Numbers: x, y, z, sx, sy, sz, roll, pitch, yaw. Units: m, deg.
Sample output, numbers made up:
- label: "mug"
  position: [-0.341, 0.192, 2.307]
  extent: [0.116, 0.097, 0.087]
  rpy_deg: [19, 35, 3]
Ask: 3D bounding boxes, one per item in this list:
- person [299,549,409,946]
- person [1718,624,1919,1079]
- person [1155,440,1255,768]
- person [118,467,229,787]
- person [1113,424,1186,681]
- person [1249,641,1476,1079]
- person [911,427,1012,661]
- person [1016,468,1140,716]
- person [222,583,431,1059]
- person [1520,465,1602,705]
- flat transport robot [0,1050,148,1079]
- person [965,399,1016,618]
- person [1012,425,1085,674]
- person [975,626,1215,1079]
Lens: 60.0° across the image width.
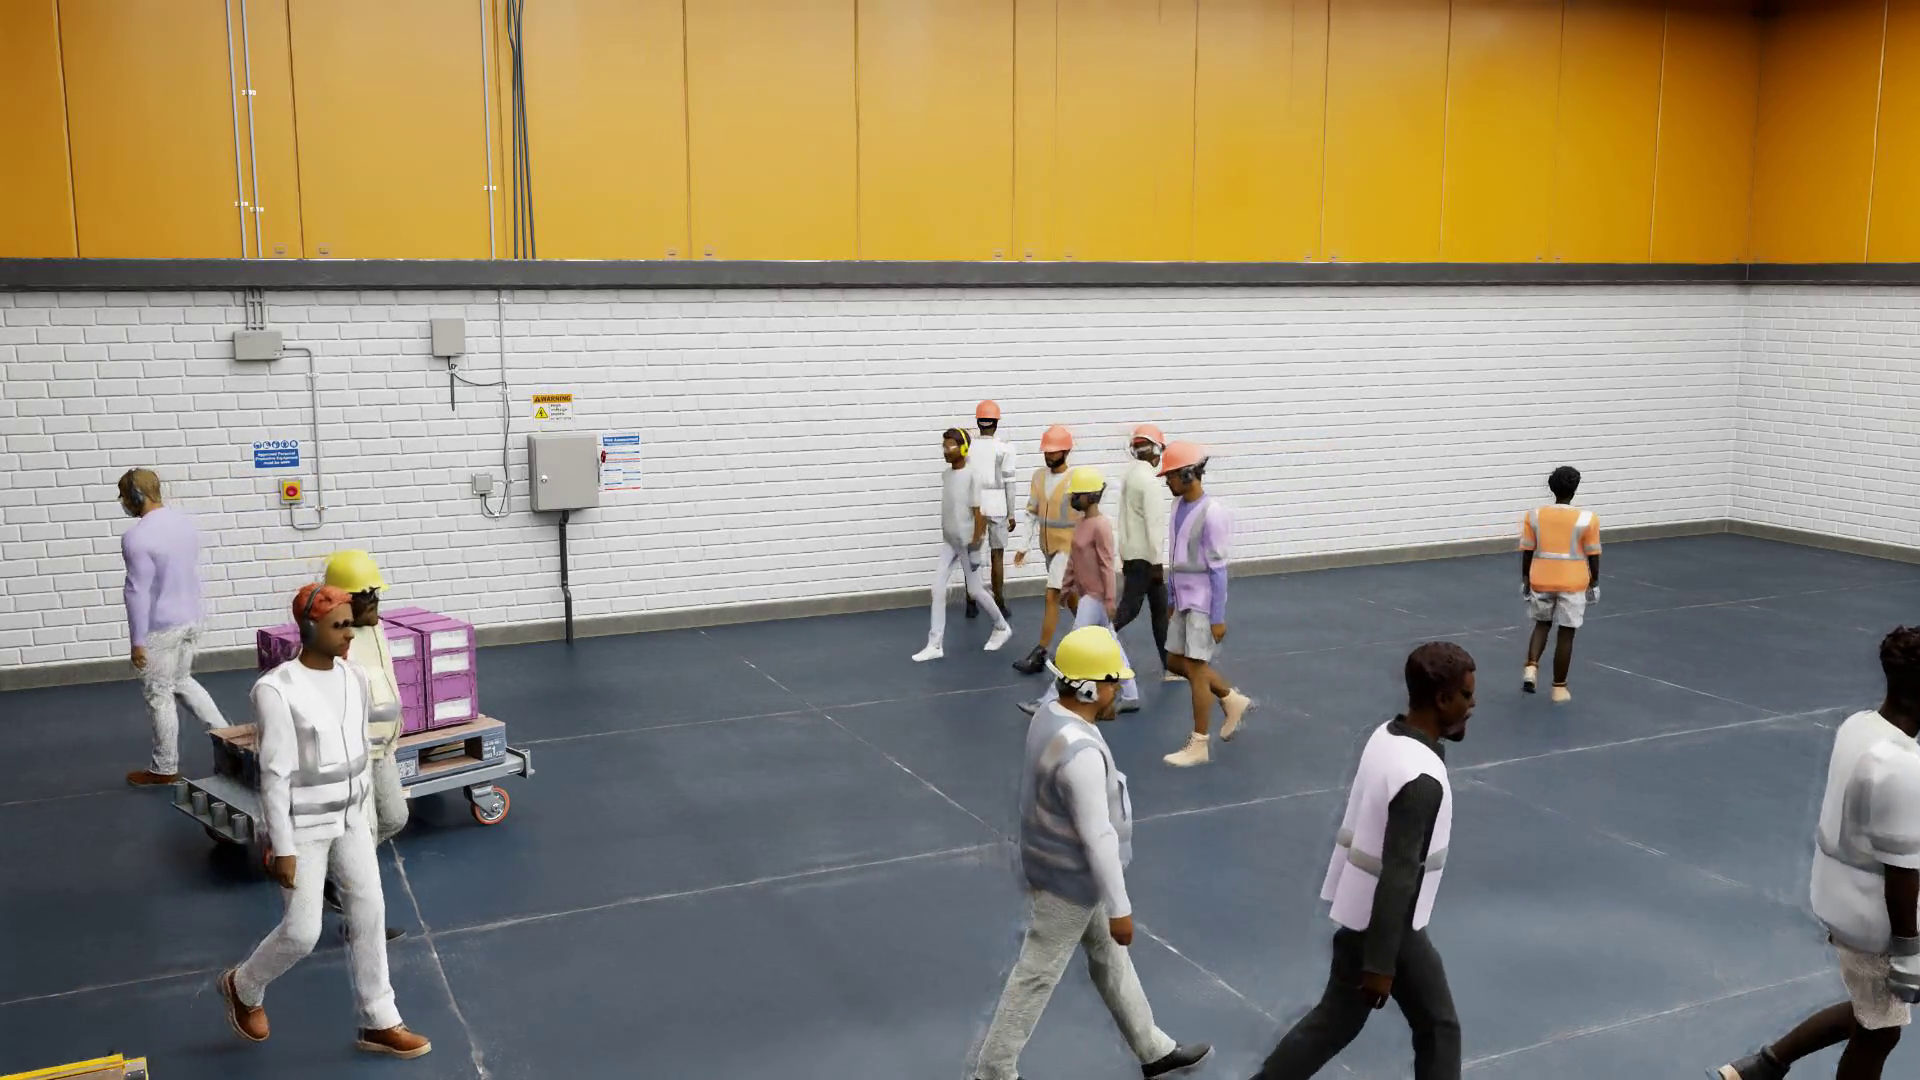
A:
- label: "person"
  position: [-2.763, 0.931, 7.488]
  extent: [0.507, 1.815, 0.609]
  rpy_deg: [1, 9, 4]
- label: "person"
  position: [2.909, 1.206, 5.433]
  extent: [0.537, 1.935, 0.607]
  rpy_deg: [3, 10, 18]
- label: "person"
  position: [1.521, 0.381, 10.301]
  extent: [0.636, 2.011, 0.650]
  rpy_deg: [-3, 10, -18]
- label: "person"
  position: [-4.601, 0.520, 9.790]
  extent: [0.578, 1.914, 0.709]
  rpy_deg: [1, 9, 7]
- label: "person"
  position: [1.279, 0.108, 12.258]
  extent: [1.000, 1.924, 0.653]
  rpy_deg: [-1, 9, -7]
- label: "person"
  position: [1.342, 1.235, 5.469]
  extent: [0.969, 1.867, 0.613]
  rpy_deg: [0, 9, 2]
- label: "person"
  position: [0.045, 0.016, 13.120]
  extent: [0.926, 1.833, 0.529]
  rpy_deg: [-7, 12, -38]
- label: "person"
  position: [0.830, 0.370, 11.261]
  extent: [0.918, 1.712, 0.551]
  rpy_deg: [-2, 9, -11]
- label: "person"
  position: [-2.470, 1.086, 6.372]
  extent: [0.769, 1.864, 0.610]
  rpy_deg: [4, 10, 23]
- label: "person"
  position: [4.220, 0.319, 11.699]
  extent: [0.543, 1.689, 0.366]
  rpy_deg: [8, 12, 39]
- label: "flat transport robot"
  position: [-2.995, 2.034, 5.424]
  extent: [0.652, 0.197, 1.431]
  rpy_deg: [-5, 10, -27]
- label: "person"
  position: [0.239, -0.266, 14.572]
  extent: [0.545, 1.929, 0.389]
  rpy_deg: [3, 10, 19]
- label: "person"
  position: [0.792, 0.048, 12.789]
  extent: [1.050, 1.887, 0.543]
  rpy_deg: [-8, 12, -39]
- label: "person"
  position: [0.468, 1.189, 5.999]
  extent: [0.944, 1.778, 0.618]
  rpy_deg: [-1, 9, -5]
